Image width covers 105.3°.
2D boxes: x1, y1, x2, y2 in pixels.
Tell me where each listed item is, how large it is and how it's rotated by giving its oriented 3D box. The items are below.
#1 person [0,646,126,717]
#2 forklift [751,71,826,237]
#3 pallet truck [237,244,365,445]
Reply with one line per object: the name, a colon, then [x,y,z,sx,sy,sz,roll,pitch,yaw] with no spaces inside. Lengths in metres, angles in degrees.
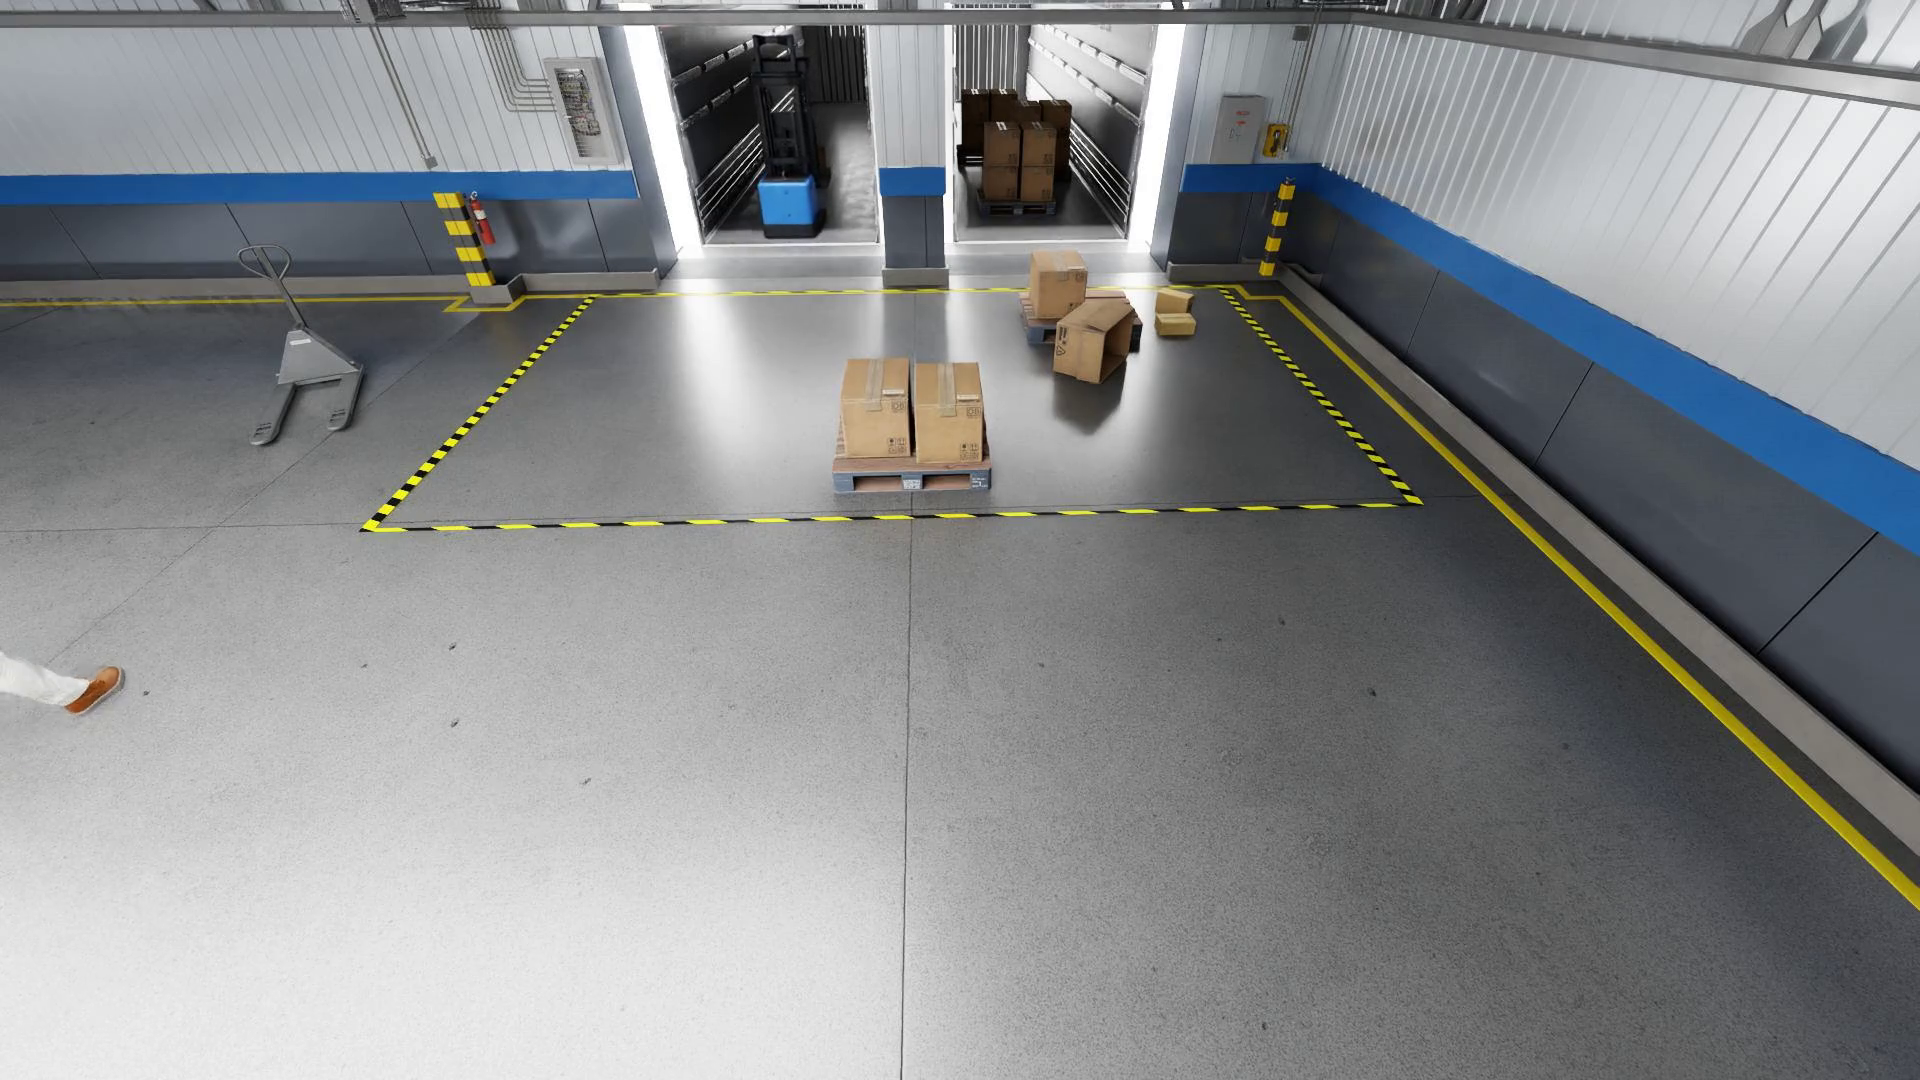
person: [-4.908,0.345,3.229,0.650,1.888,1.014,10,39,12]
forklift: [-2.481,-5.413,10.358,0.716,2.013,0.776,-1,38,-1]
pallet truck: [-5.915,-1.733,6.366,0.680,1.201,1.601,-18,42,-21]
